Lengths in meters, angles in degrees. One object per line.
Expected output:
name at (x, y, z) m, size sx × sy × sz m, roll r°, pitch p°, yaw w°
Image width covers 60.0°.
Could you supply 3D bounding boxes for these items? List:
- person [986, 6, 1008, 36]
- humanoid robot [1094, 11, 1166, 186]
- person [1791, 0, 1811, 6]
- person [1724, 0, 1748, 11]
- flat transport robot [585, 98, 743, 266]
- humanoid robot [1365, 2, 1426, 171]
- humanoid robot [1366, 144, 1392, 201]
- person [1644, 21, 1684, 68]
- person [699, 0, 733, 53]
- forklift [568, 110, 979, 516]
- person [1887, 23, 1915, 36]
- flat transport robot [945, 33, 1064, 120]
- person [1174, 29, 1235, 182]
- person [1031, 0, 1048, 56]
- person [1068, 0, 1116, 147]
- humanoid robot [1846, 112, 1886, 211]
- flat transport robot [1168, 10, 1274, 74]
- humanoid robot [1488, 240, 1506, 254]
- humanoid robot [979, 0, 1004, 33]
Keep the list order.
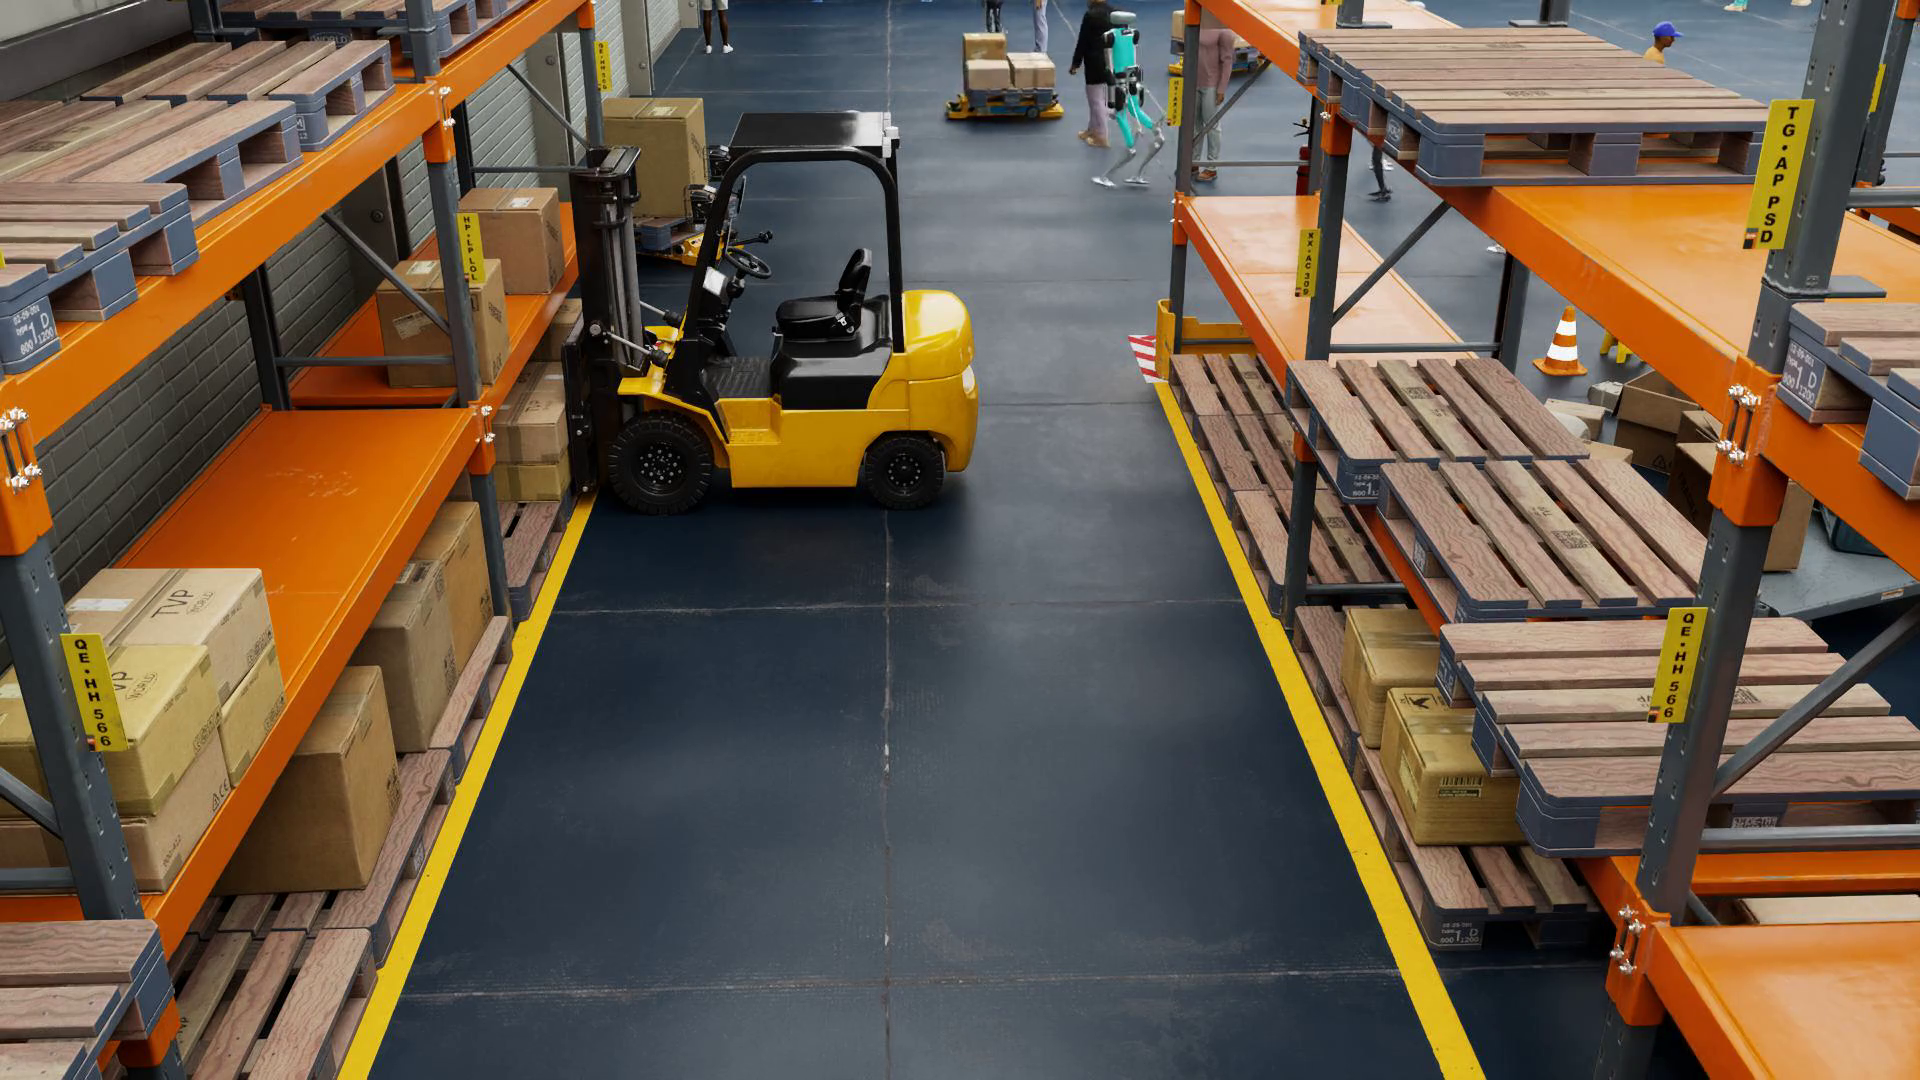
person at (0.606, -8.580, 25.786) m, size 0.579 × 1.696 × 0.893 m, roll 13°, pitch 28°, yaw 26°
humanoid robot at (1.837, -4.491, 17.106) m, size 0.799 × 1.761 × 0.542 m, roll 21°, pitch 32°, yaw 37°
person at (15.228, -10.567, 29.784) m, size 0.407 × 1.893 × 0.532 m, roll 17°, pitch 30°, yaw 32°
person at (13.792, -10.266, 29.117) m, size 0.382 × 1.917 × 0.487 m, roll 21°, pitch 32°, yaw 37°
flat transport robot at (-2.746, -2.729, 15.082) m, size 1.431 × 0.231 × 0.659 m, roll 12°, pitch 28°, yaw 24°
humanoid robot at (4.581, -4.875, 17.889) m, size 0.700 × 1.754 × 0.537 m, roll 3°, pitch 25°, yaw 6°
humanoid robot at (4.241, -4.251, 16.654) m, size 0.316 × 1.645 × 0.597 m, roll 4°, pitch 26°, yaw 8°
person at (7.016, -4.381, 16.894) m, size 0.379 × 1.711 × 0.443 m, roll 6°, pitch 26°, yaw 13°
person at (-3.704, -8.282, 24.935) m, size 0.548 × 1.899 × 0.375 m, roll -1°, pitch 25°, yaw -2°
forklift at (-1.043, -1.379, 9.976) m, size 2.313 × 2.155 × 1.214 m, roll -1°, pitch 25°, yaw -2°
person at (14.806, -8.454, 25.496) m, size 0.529 × 1.710 × 0.919 m, roll -15°, pitch 29°, yaw -29°
flat transport robot at (0.549, -5.437, 20.818) m, size 1.431 × 0.231 × 0.659 m, roll -2°, pitch 25°, yaw -4°
person at (2.563, -4.747, 17.403) m, size 0.372 × 1.940 × 0.626 m, roll -17°, pitch 30°, yaw -32°
person at (1.158, -7.910, 24.207) m, size 0.389 × 1.847 × 0.562 m, roll -3°, pitch 25°, yaw -5°
person at (1.499, -5.421, 18.951) m, size 0.590 × 1.839 × 0.555 m, roll 16°, pitch 30°, yaw 31°
humanoid robot at (7.513, -2.965, 13.918) m, size 0.315 × 1.657 × 0.599 m, roll -1°, pitch 25°, yaw -1°
flat transport robot at (3.720, -6.786, 23.674) m, size 1.431 × 0.231 × 0.659 m, roll -16°, pitch 30°, yaw -30°
humanoid robot at (4.875, -3.266, 14.617) m, size 0.776 × 1.869 × 0.572 m, roll 13°, pitch 28°, yaw 25°
humanoid robot at (0.515, -8.303, 25.241) m, size 0.316 × 1.642 × 0.607 m, roll 10°, pitch 27°, yaw 21°
